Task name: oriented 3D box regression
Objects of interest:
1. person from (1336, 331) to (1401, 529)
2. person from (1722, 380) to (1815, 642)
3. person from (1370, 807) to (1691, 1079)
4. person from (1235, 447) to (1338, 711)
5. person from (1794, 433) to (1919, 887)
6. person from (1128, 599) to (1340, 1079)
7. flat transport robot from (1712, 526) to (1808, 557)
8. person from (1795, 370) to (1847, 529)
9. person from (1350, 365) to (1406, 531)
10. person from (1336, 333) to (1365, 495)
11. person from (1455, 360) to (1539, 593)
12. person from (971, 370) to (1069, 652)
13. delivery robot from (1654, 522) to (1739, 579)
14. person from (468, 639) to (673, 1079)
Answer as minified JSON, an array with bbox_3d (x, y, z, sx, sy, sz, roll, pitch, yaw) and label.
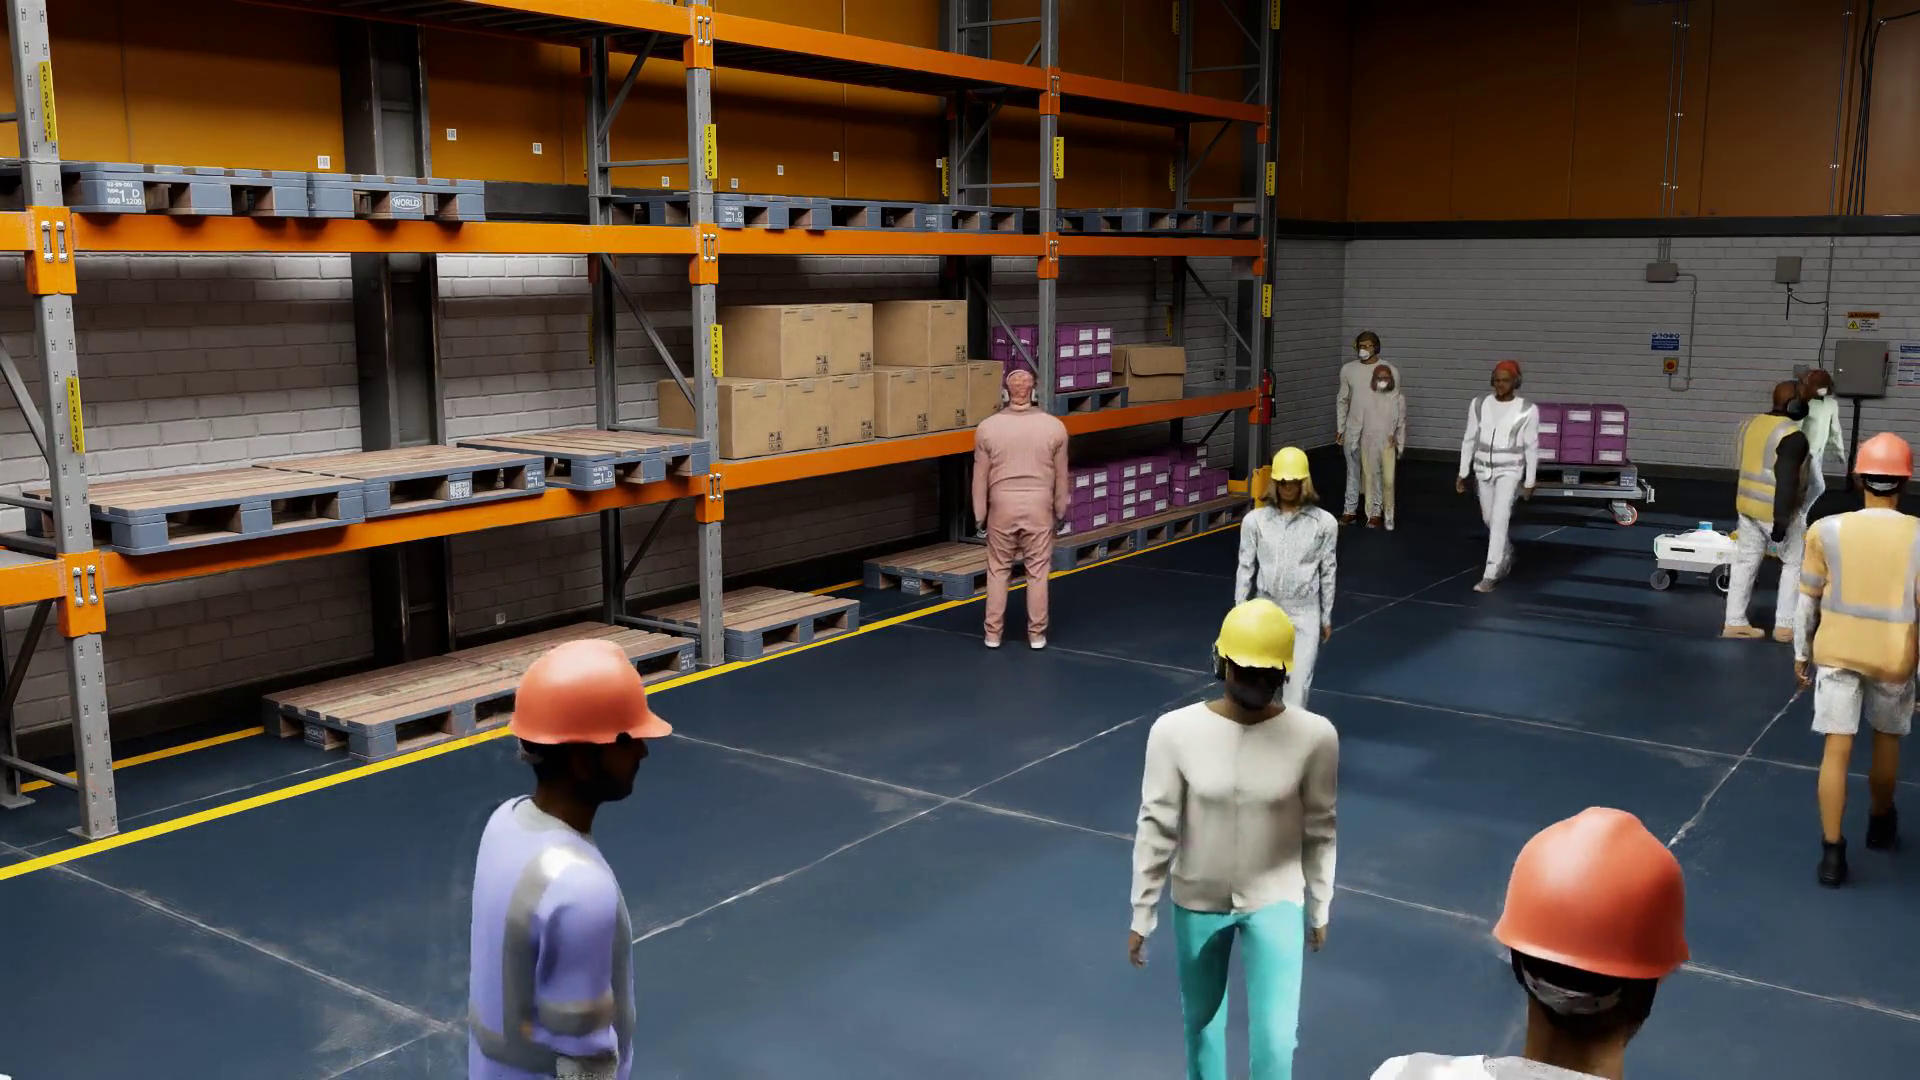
[{"bbox_3d":[4.001,-1.084,16.399,0.635,1.937,0.359,7,12,34],"label":"person"},{"bbox_3d":[5.651,-0.190,11.441,0.679,1.817,0.659,-1,10,-5],"label":"person"},{"bbox_3d":[0.834,1.289,2.343,0.566,1.902,0.851,6,11,31],"label":"person"},{"bbox_3d":[1.665,0.357,8.501,0.494,1.707,0.836,3,10,16],"label":"person"},{"bbox_3d":[3.923,0.484,7.194,0.569,1.889,0.963,6,11,31],"label":"person"},{"bbox_3d":[0.736,1.016,4.478,0.550,1.735,0.719,2,10,10],"label":"person"},{"bbox_3d":[7.424,0.044,14.640,1.431,0.197,0.652,7,12,35],"label":"flat transport robot"},{"bbox_3d":[8.037,-0.795,15.630,0.484,1.612,0.402,-7,12,-36],"label":"person"},{"bbox_3d":[4.069,-0.892,16.207,0.517,1.618,0.534,3,10,16],"label":"person"},{"bbox_3d":[4.607,-1.470,19.067,0.542,1.823,0.958,3,10,15],"label":"person"},{"bbox_3d":[4.388,-0.539,13.457,0.583,1.849,0.944,9,13,42],"label":"person"},{"bbox_3d":[0.401,-0.189,11.184,0.649,1.906,0.418,0,10,1],"label":"person"},{"bbox_3d":[5.899,0.097,13.198,0.707,0.478,0.477,7,12,35],"label":"delivery robot"},{"bbox_3d":[-0.866,1.143,3.234,0.749,1.917,0.552,-5,11,-27],"label":"person"}]
